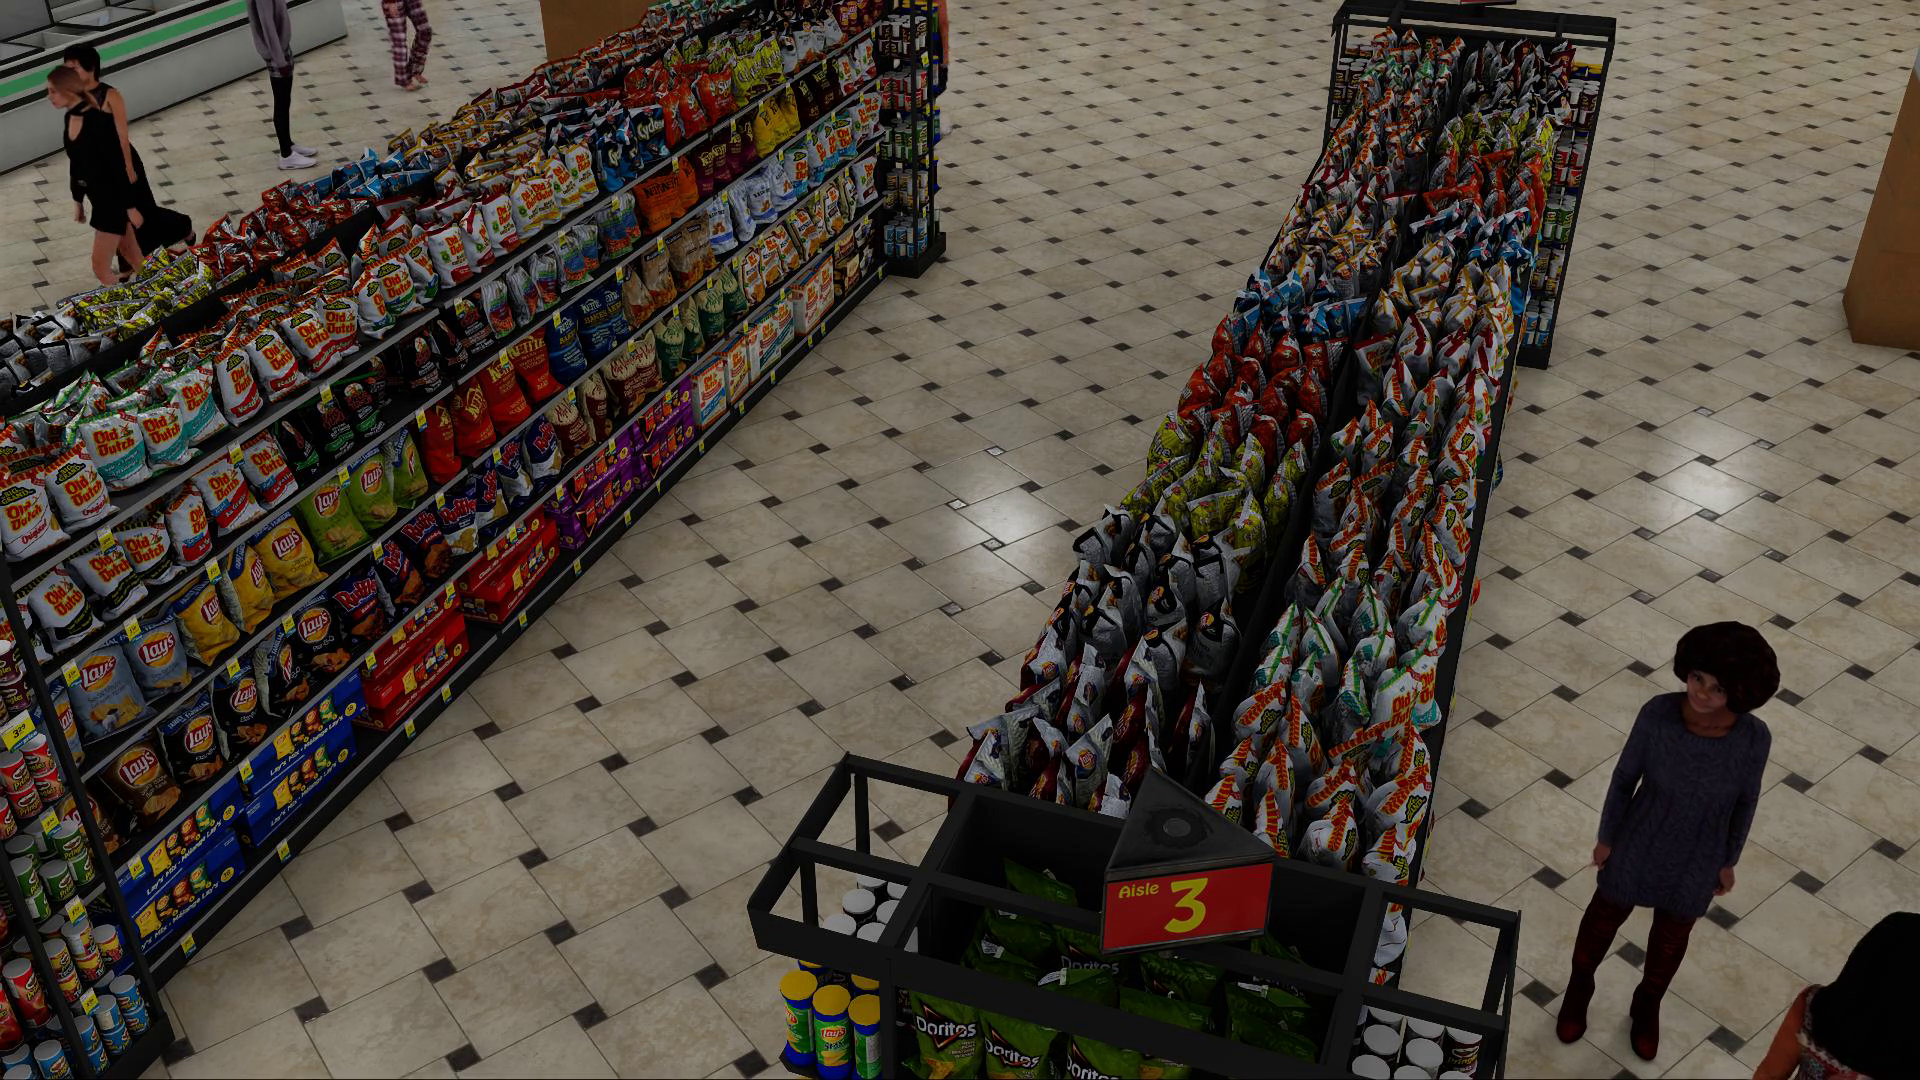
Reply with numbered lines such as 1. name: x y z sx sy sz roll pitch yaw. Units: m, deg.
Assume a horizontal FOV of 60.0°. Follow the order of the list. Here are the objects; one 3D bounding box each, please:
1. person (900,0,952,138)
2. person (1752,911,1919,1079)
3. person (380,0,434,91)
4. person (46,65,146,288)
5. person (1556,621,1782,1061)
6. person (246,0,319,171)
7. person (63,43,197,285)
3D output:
1. person: -0.316 -3.976 13.391 0.780 1.615 0.944 28 41 37
2. person: 2.222 1.663 4.311 0.794 1.634 0.949 22 38 31
3. person: -5.016 -4.835 14.700 0.783 1.690 0.666 21 38 30
4. person: -5.100 -2.030 10.142 0.737 1.743 0.864 22 38 31
5. person: 2.266 0.983 5.333 0.577 1.708 0.501 11 34 18
6. person: -5.355 -3.802 12.965 0.744 1.769 0.654 -9 33 -15
7. person: -5.531 -2.507 11.062 0.588 1.583 0.899 12 34 18
